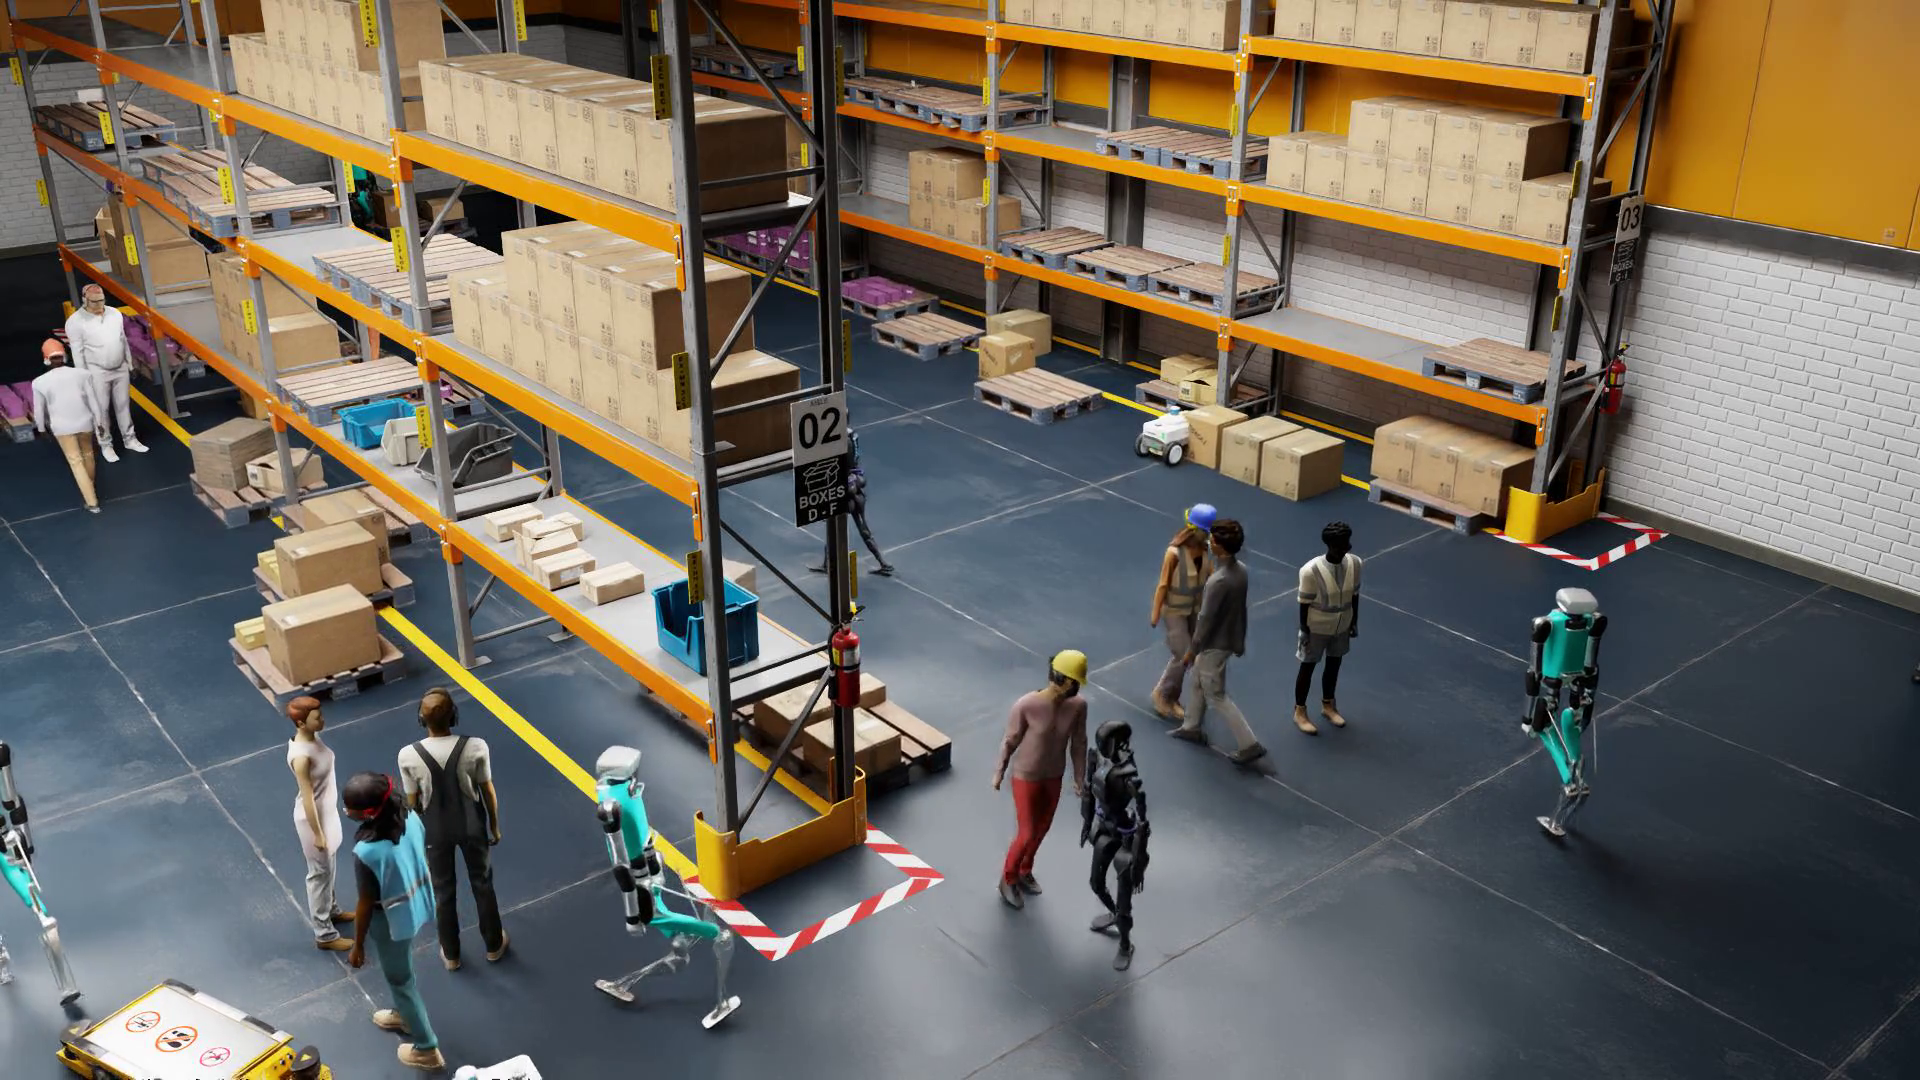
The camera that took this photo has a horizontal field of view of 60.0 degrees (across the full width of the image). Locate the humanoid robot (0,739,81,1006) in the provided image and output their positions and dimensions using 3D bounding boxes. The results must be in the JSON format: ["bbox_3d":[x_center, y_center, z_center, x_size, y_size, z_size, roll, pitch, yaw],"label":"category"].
[{"bbox_3d":[-5.364,1.924,9.392,1.000,1.781,0.538,18,29,35],"label":"humanoid robot"}]

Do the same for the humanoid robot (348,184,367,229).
[{"bbox_3d":[-10.155,-6.022,27.825,0.611,1.643,0.451,-13,26,-27],"label":"humanoid robot"}]

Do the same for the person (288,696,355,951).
[{"bbox_3d":[-3.846,1.679,9.996,0.269,1.659,0.461,-5,24,-11],"label":"person"}]

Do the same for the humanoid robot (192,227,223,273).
[{"bbox_3d":[-10.168,-3.866,22.845,0.614,1.640,0.393,-14,27,-30],"label":"humanoid robot"}]

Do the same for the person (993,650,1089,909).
[{"bbox_3d":[0.515,1.476,10.401,0.597,1.706,0.443,-12,26,-26],"label":"person"}]

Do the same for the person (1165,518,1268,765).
[{"bbox_3d":[1.888,0.737,11.941,0.833,1.876,0.530,13,27,27],"label":"person"}]

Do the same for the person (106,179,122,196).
[{"bbox_3d":[-12.787,-5.011,25.173,0.642,1.907,0.586,-13,27,-28],"label":"person"}]

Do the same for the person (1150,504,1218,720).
[{"bbox_3d":[1.694,0.551,12.497,0.517,1.741,0.389,-15,28,-31],"label":"person"}]

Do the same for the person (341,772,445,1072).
[{"bbox_3d":[-3.144,2.027,8.960,0.671,1.842,0.569,6,24,14],"label":"person"}]

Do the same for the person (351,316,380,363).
[{"bbox_3d":[-7.168,-2.732,20.095,0.504,1.758,0.343,15,27,31],"label":"person"}]

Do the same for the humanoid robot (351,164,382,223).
[{"bbox_3d":[-9.461,-5.549,26.753,0.542,1.847,0.778,9,25,19],"label":"humanoid robot"}]

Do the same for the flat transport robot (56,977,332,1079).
[{"bbox_3d":[-4.197,2.834,9.081,1.431,0.231,0.659,13,26,27],"label":"flat transport robot"}]

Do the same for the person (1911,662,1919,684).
[{"bbox_3d":[7.820,0.264,12.951,0.546,1.926,0.388,13,26,27],"label":"person"}]

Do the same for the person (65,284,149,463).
[{"bbox_3d":[-9.095,-1.797,17.749,0.413,1.903,0.638,12,26,27],"label":"person"}]

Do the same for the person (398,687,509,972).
[{"bbox_3d":[-2.956,1.693,9.736,0.505,1.846,0.346,-7,24,-15],"label":"person"}]

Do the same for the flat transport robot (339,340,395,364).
[{"bbox_3d":[-7.559,-2.235,20.819,0.659,0.231,1.431,-21,31,-39],"label":"flat transport robot"}]

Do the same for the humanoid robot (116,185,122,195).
[{"bbox_3d":[-12.098,-4.495,24.280,0.503,1.637,0.609,3,24,6],"label":"humanoid robot"}]

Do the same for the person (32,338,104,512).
[{"bbox_3d":[-8.860,-1.168,16.517,0.578,1.709,0.853,-21,31,-39],"label":"person"}]

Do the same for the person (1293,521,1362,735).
[{"bbox_3d":[2.730,0.636,12.372,0.532,1.693,0.320,-9,25,-20],"label":"person"}]

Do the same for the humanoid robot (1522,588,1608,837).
[{"bbox_3d":[4.045,1.279,10.942,0.543,1.870,0.745,-6,24,-14],"label":"humanoid robot"}]

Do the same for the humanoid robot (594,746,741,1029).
[{"bbox_3d":[-1.594,1.952,9.288,1.061,1.732,0.546,1,23,2],"label":"humanoid robot"}]

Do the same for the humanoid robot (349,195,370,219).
[{"bbox_3d":[-10.290,-6.257,28.112,0.533,1.677,0.735,7,24,16],"label":"humanoid robot"}]

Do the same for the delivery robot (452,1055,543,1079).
[{"bbox_3d":[-2.456,2.946,8.482,0.796,0.612,0.499,-15,27,-30],"label":"delivery robot"}]

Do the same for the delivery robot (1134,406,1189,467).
[{"bbox_3d":[2.293,-1.150,17.923,0.739,0.577,0.502,-19,30,-38],"label":"delivery robot"}]

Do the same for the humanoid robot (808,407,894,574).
[{"bbox_3d":[-0.999,-0.426,14.924,0.788,1.630,0.601,9,25,21],"label":"humanoid robot"}]

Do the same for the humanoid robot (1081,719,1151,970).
[{"bbox_3d":[0.959,1.752,9.820,0.454,1.647,0.598,-15,28,-31],"label":"humanoid robot"}]
